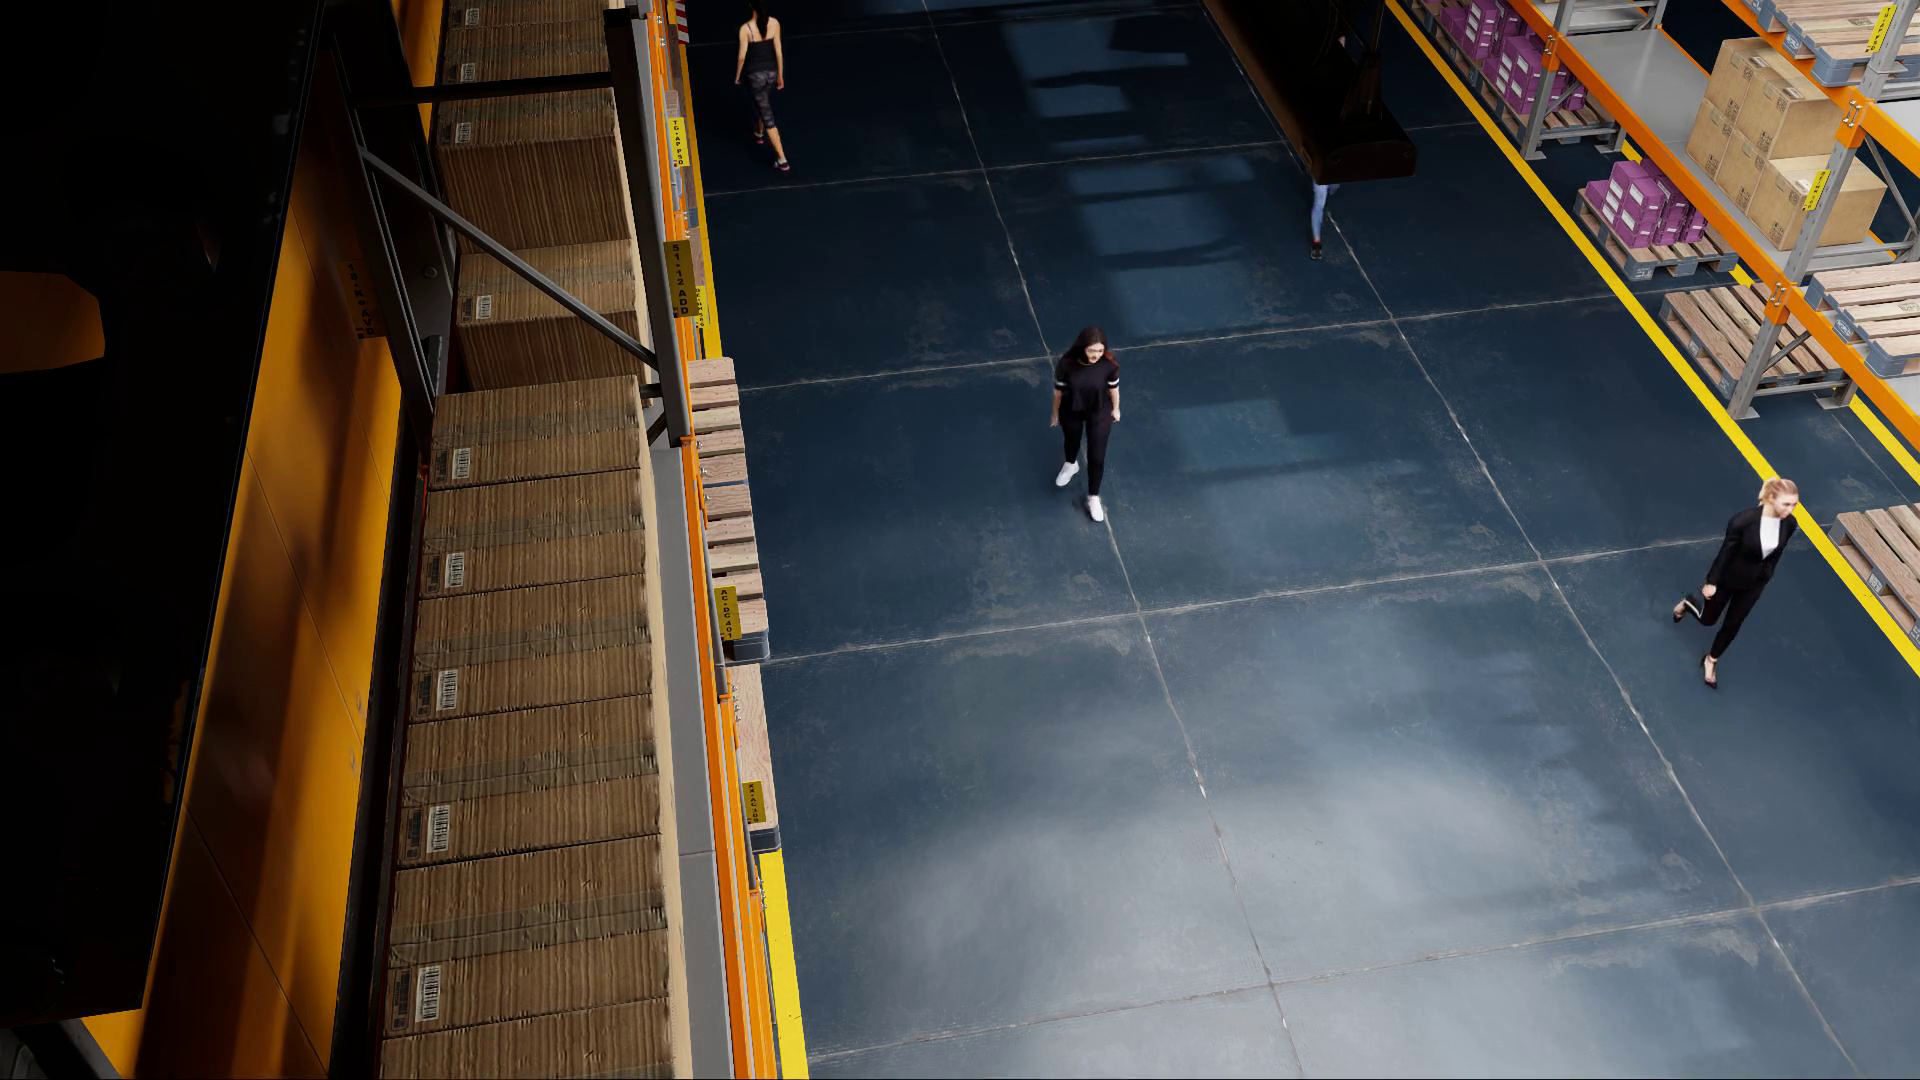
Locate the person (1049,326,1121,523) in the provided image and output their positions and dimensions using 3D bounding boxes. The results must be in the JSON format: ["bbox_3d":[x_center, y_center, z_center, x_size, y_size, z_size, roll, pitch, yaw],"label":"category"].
[{"bbox_3d":[0.904,-0.960,12.058,0.764,1.608,0.953,6,44,6],"label":"person"}]

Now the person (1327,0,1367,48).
[{"bbox_3d":[3.975,-5.681,17.034,0.819,1.580,1.085,3,44,3],"label":"person"}]

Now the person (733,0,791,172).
[{"bbox_3d":[-1.811,-4.232,15.435,0.913,1.686,1.153,-27,50,-26],"label":"person"}]

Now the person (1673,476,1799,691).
[{"bbox_3d":[4.995,0.214,10.766,0.680,1.690,0.892,-2,44,-2],"label":"person"}]
